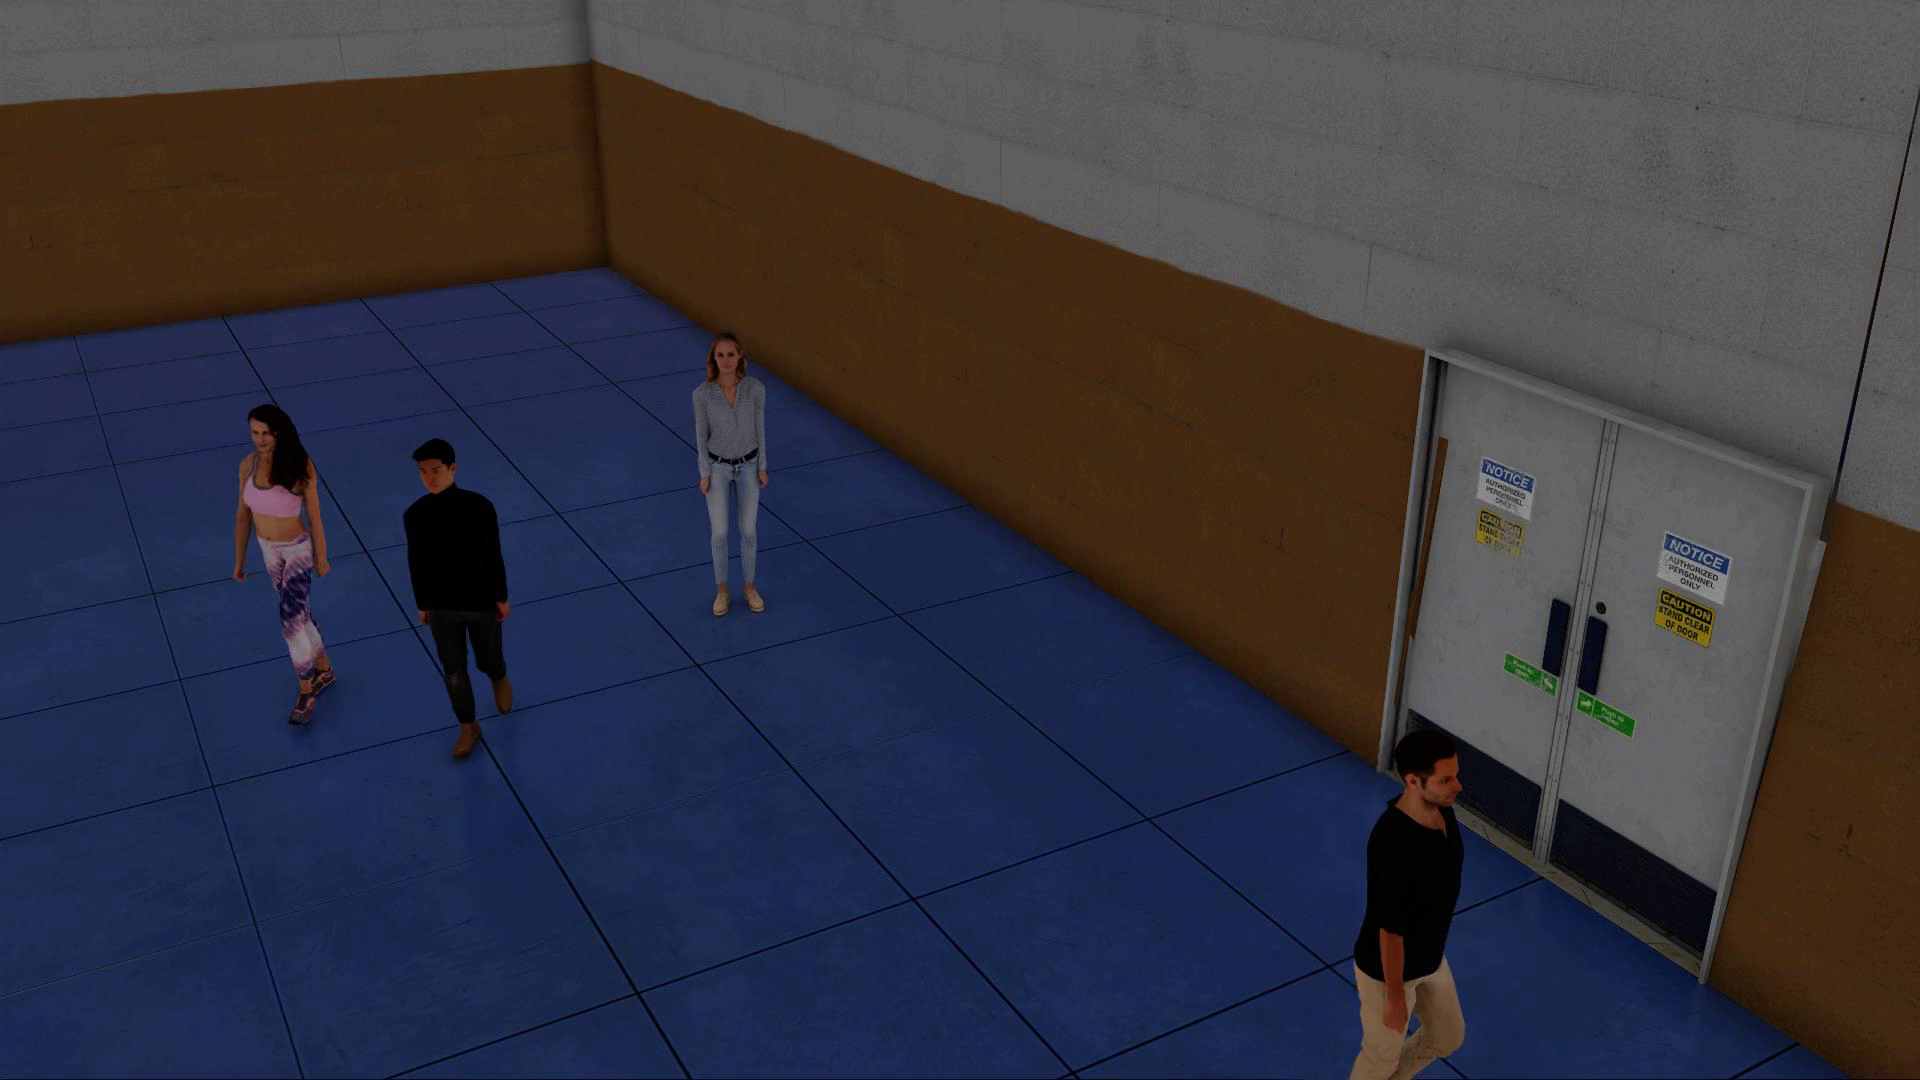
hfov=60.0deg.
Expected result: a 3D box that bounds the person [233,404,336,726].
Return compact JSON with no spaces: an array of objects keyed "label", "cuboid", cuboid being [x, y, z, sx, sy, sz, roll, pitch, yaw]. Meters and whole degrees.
[{"label":"person","cuboid":[-3.635,0.071,9.137,0.882,1.748,0.942,7,25,15]}]

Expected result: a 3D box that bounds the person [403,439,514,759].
[{"label":"person","cuboid":[-2.595,0.268,8.735,0.918,1.709,0.934,-1,24,-1]}]

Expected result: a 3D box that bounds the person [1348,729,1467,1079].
[{"label":"person","cuboid":[1.472,1.443,5.852,0.813,1.842,0.677,17,29,33]}]

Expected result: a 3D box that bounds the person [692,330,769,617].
[{"label":"person","cuboid":[-1.395,-0.414,10.185,0.549,1.796,0.705,-5,24,-12]}]
